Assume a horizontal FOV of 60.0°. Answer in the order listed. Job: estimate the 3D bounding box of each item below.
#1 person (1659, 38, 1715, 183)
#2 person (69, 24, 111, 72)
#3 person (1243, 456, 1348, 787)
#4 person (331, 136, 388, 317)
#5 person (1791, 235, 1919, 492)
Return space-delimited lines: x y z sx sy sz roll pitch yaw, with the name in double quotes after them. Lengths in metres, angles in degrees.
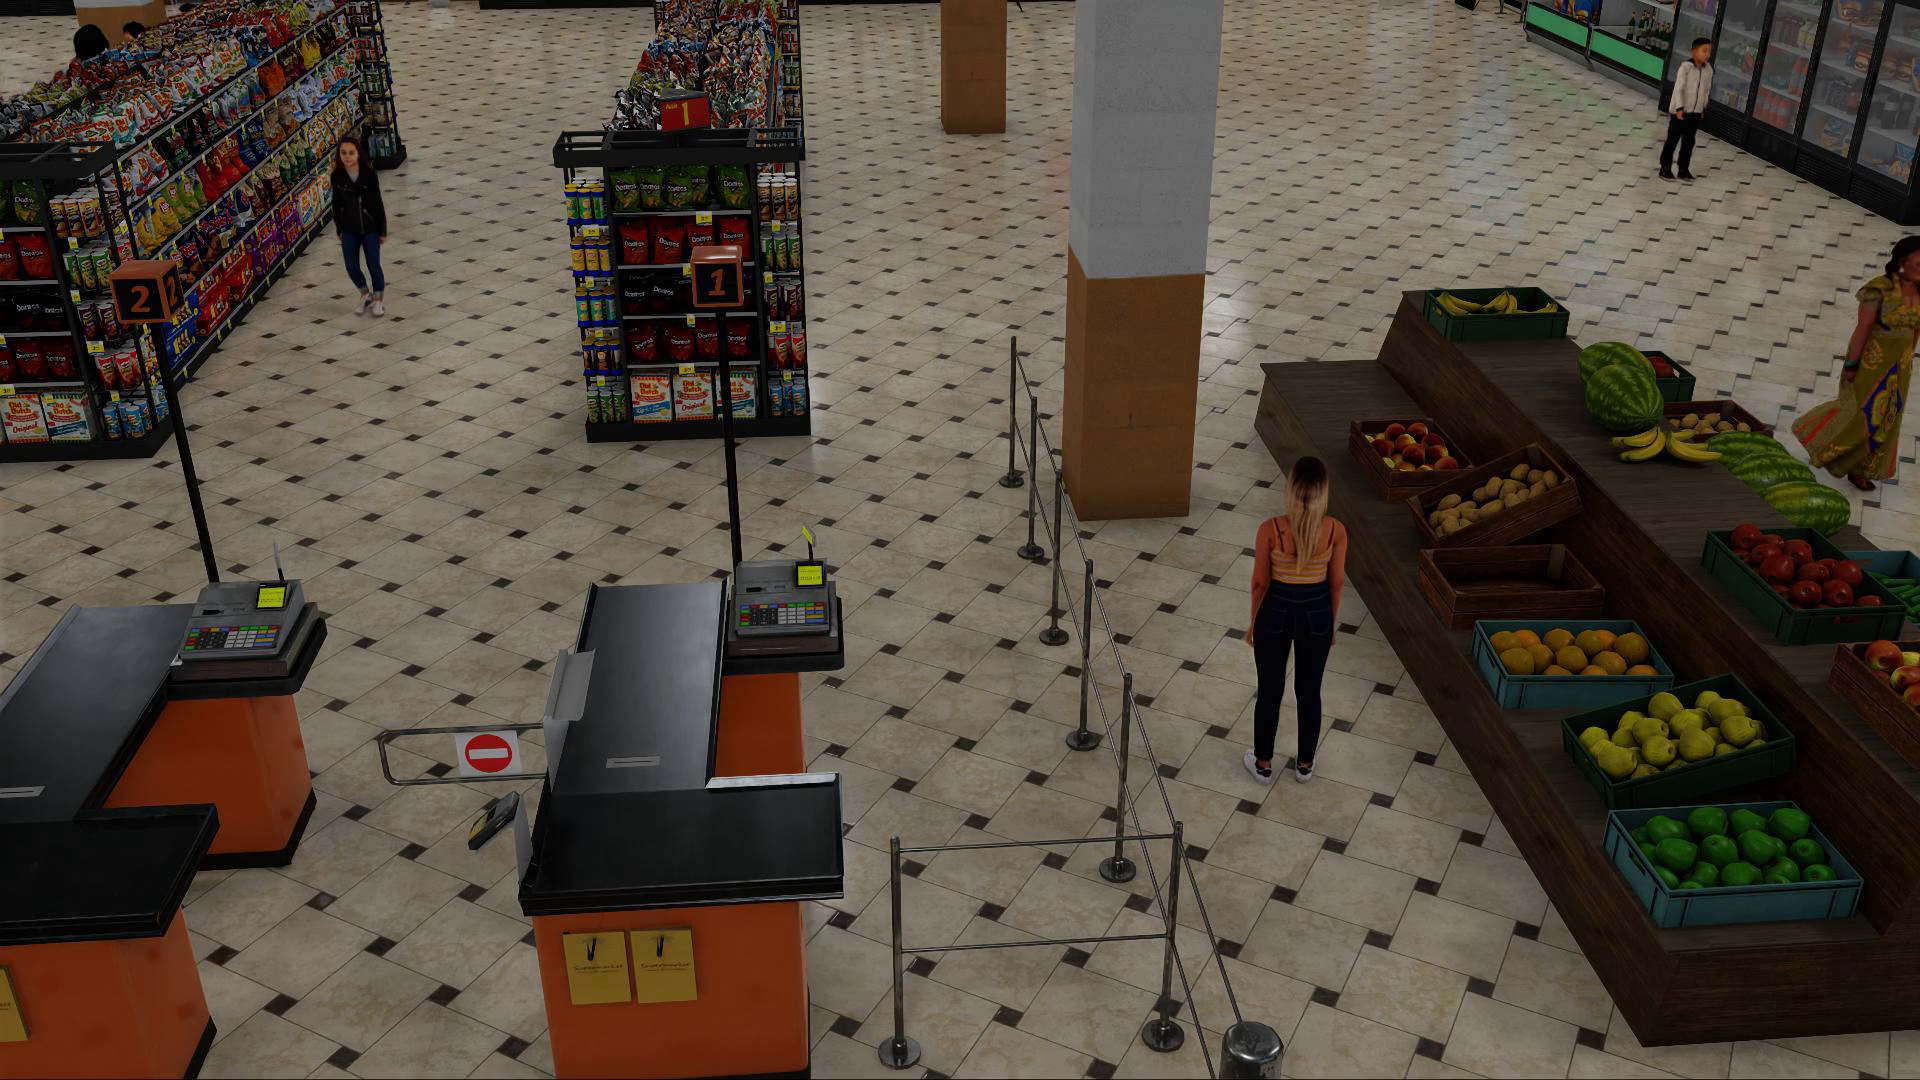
7.498 -4.465 17.237 0.632 1.450 0.611 -7 28 -13 "person"
-8.106 -3.906 15.741 0.685 1.805 1.002 -1 27 -3 "person"
1.505 0.377 7.489 0.579 1.629 0.536 0 27 0 "person"
-4.815 -2.537 13.412 0.574 1.470 0.513 -2 27 -3 "person"
5.694 -1.126 10.437 0.823 1.644 0.966 -8 28 -15 "person"
